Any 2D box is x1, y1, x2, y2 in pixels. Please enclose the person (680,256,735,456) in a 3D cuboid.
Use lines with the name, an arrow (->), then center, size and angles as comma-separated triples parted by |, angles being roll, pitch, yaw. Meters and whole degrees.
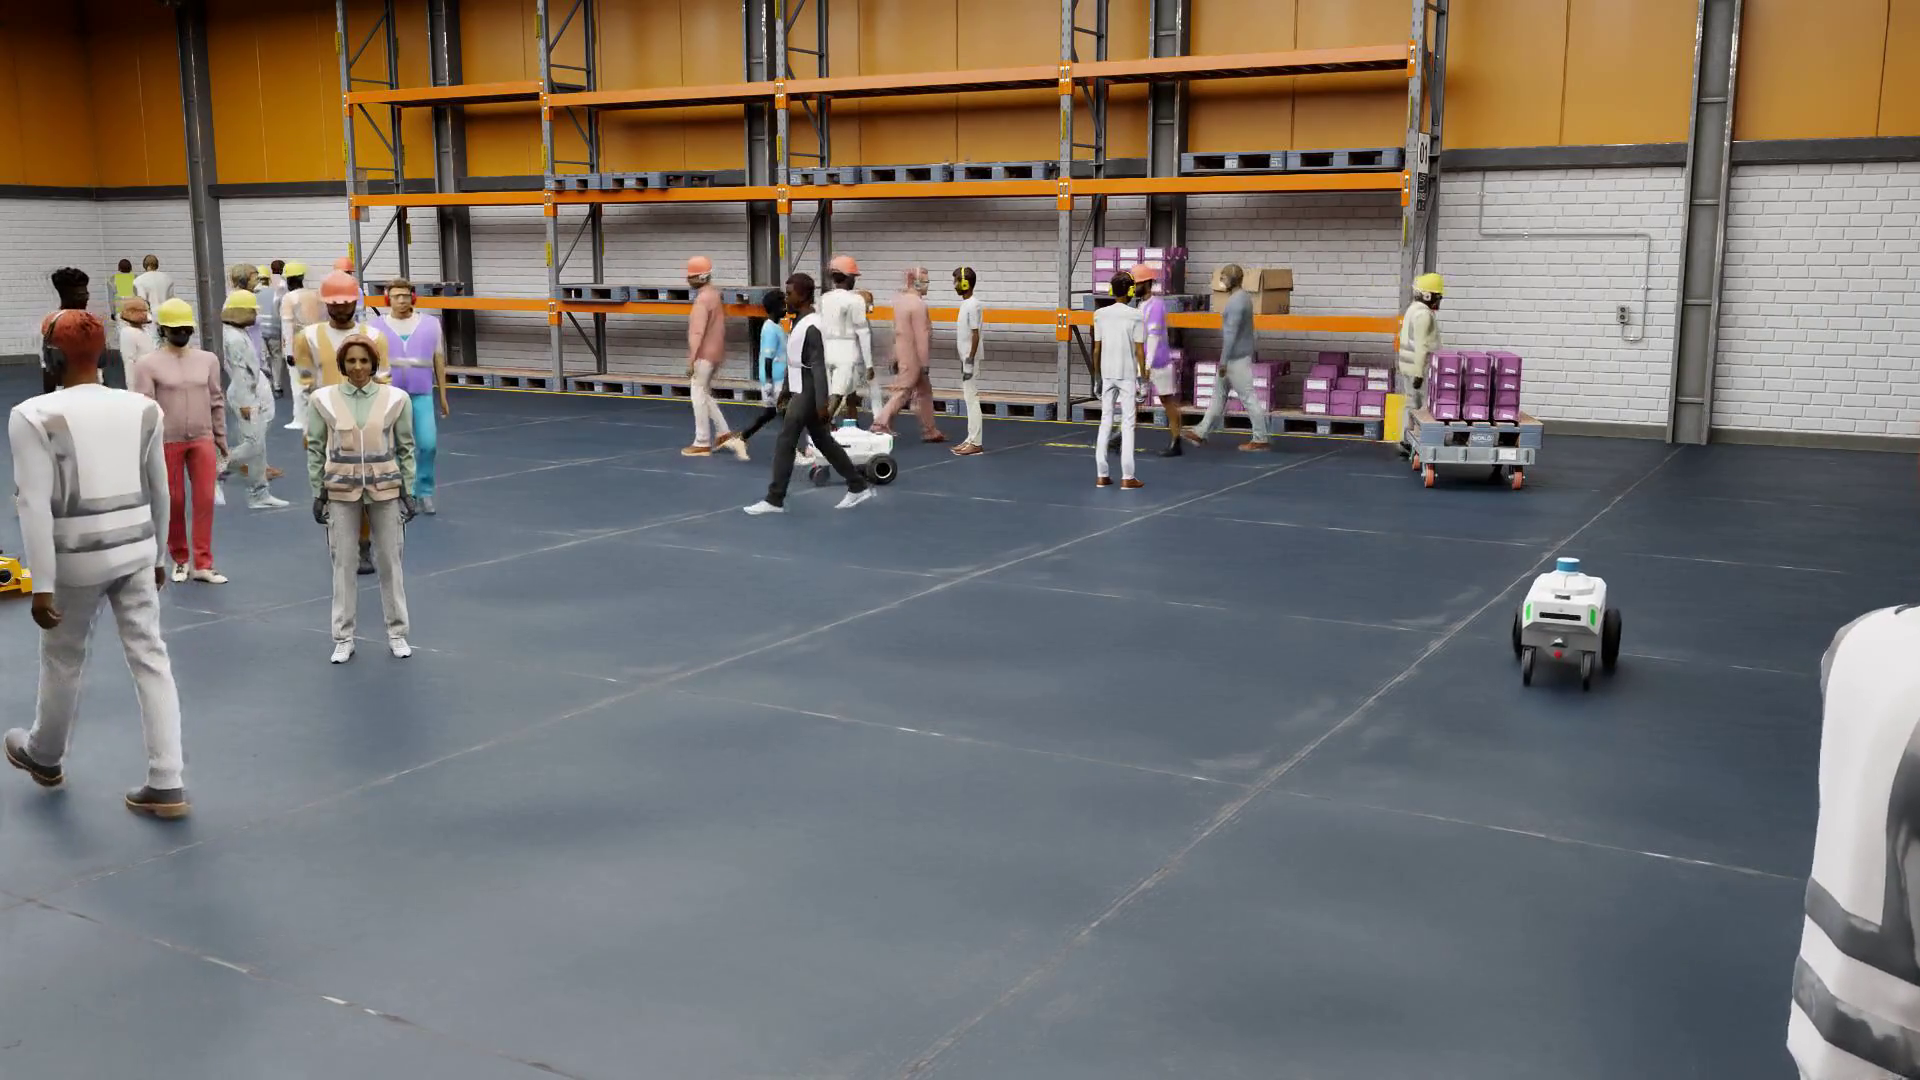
person -> -2.505, -1.796, 16.395 | 0.510, 1.966, 0.658 | 1, 10, 5

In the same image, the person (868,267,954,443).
person -> -0.536, -1.901, 17.281 | 0.964, 1.861, 0.643 | -3, 11, -18

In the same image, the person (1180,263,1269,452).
person -> 2.679, -1.826, 16.776 | 1.014, 1.885, 0.644 | 2, 10, 13

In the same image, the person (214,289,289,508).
person -> -5.636, -1.093, 13.037 | 0.530, 1.727, 0.504 | -3, 10, -14

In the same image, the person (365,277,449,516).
person -> -4.217, -1.082, 12.704 | 0.607, 1.826, 0.546 | -4, 11, -21

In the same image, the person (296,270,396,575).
person -> -3.799, -0.706, 10.344 | 0.556, 1.910, 0.614 | -4, 11, -20

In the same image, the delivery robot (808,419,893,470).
delivery robot -> -0.960, -0.813, 14.537 | 0.707, 0.478, 0.477 | -3, 10, -15

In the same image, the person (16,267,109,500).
person -> -6.744, -1.101, 12.577 | 0.973, 1.929, 0.606 | -1, 10, -4

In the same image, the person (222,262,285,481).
person -> -6.258, -1.478, 14.672 | 0.431, 1.932, 0.655 | -5, 11, -25

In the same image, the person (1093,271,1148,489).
person -> 1.378, -1.362, 14.233 | 0.509, 1.857, 0.315 | 6, 12, 31

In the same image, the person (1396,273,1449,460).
person -> 4.430, -1.645, 15.960 | 0.424, 1.807, 0.615 | 0, 10, 0

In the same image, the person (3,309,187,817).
person -> -3.213, 0.078, 6.121 | 0.989, 1.831, 0.605 | 7, 12, 33

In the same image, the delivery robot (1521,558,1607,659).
delivery robot -> 2.936, 0.330, 8.067 | 0.477, 0.478, 0.707 | 4, 11, 23

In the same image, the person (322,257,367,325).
person -> -7.576, -2.520, 20.557 | 0.550, 1.935, 0.376 | 1, 10, 7

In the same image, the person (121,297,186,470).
person -> -7.544, -1.417, 15.227 | 0.663, 1.612, 0.502 | -1, 10, -4

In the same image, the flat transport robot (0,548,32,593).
flat transport robot -> -6.062, 0.262, 9.518 | 0.652, 0.197, 1.431 | 6, 12, 29

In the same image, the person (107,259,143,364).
person -> -14.698, -4.039, 29.428 | 0.634, 1.843, 0.429 | -3, 10, -16

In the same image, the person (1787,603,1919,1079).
person -> 1.316, 0.745, 2.238 | 0.367, 1.879, 0.586 | 2, 10, 9

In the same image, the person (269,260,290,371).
person -> -11.332, -3.743, 27.755 | 0.624, 1.844, 0.430 | 3, 10, 15

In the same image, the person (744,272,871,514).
person -> -1.164, -1.143, 12.960 | 1.005, 1.875, 0.595 | -2, 10, -11

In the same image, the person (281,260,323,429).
person -> -7.385, -2.194, 18.770 | 0.614, 1.914, 0.600 | 4, 11, 20

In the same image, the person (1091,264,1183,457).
person -> 1.782, -1.737, 16.274 | 0.983, 1.882, 0.598 | -3, 10, -16

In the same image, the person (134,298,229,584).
person -> -4.756, -0.597, 10.198 | 0.477, 1.756, 0.552 | 10, 14, 43

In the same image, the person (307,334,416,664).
person -> -2.979, -0.208, 8.316 | 0.512, 1.638, 0.307 | -4, 11, -20

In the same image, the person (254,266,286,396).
person -> -9.483, -2.827, 22.689 | 0.613, 1.784, 0.906 | -4, 11, -22

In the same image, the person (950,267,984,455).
person -> 0.074, -1.777, 16.560 | 0.326, 1.865, 0.518 | -1, 10, -4

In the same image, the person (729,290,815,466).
person -> -1.801, -1.527, 15.706 | 0.780, 1.667, 0.534 | -1, 10, -4

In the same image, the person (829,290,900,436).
person -> -1.117, -1.929, 18.180 | 0.843, 1.595, 0.513 | 3, 10, 16

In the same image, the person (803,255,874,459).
person -> -1.167, -1.750, 16.085 | 1.073, 1.992, 0.608 | -9, 14, -43

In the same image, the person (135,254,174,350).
person -> -12.623, -3.503, 26.117 | 0.371, 1.940, 0.627 | 6, 12, 30
